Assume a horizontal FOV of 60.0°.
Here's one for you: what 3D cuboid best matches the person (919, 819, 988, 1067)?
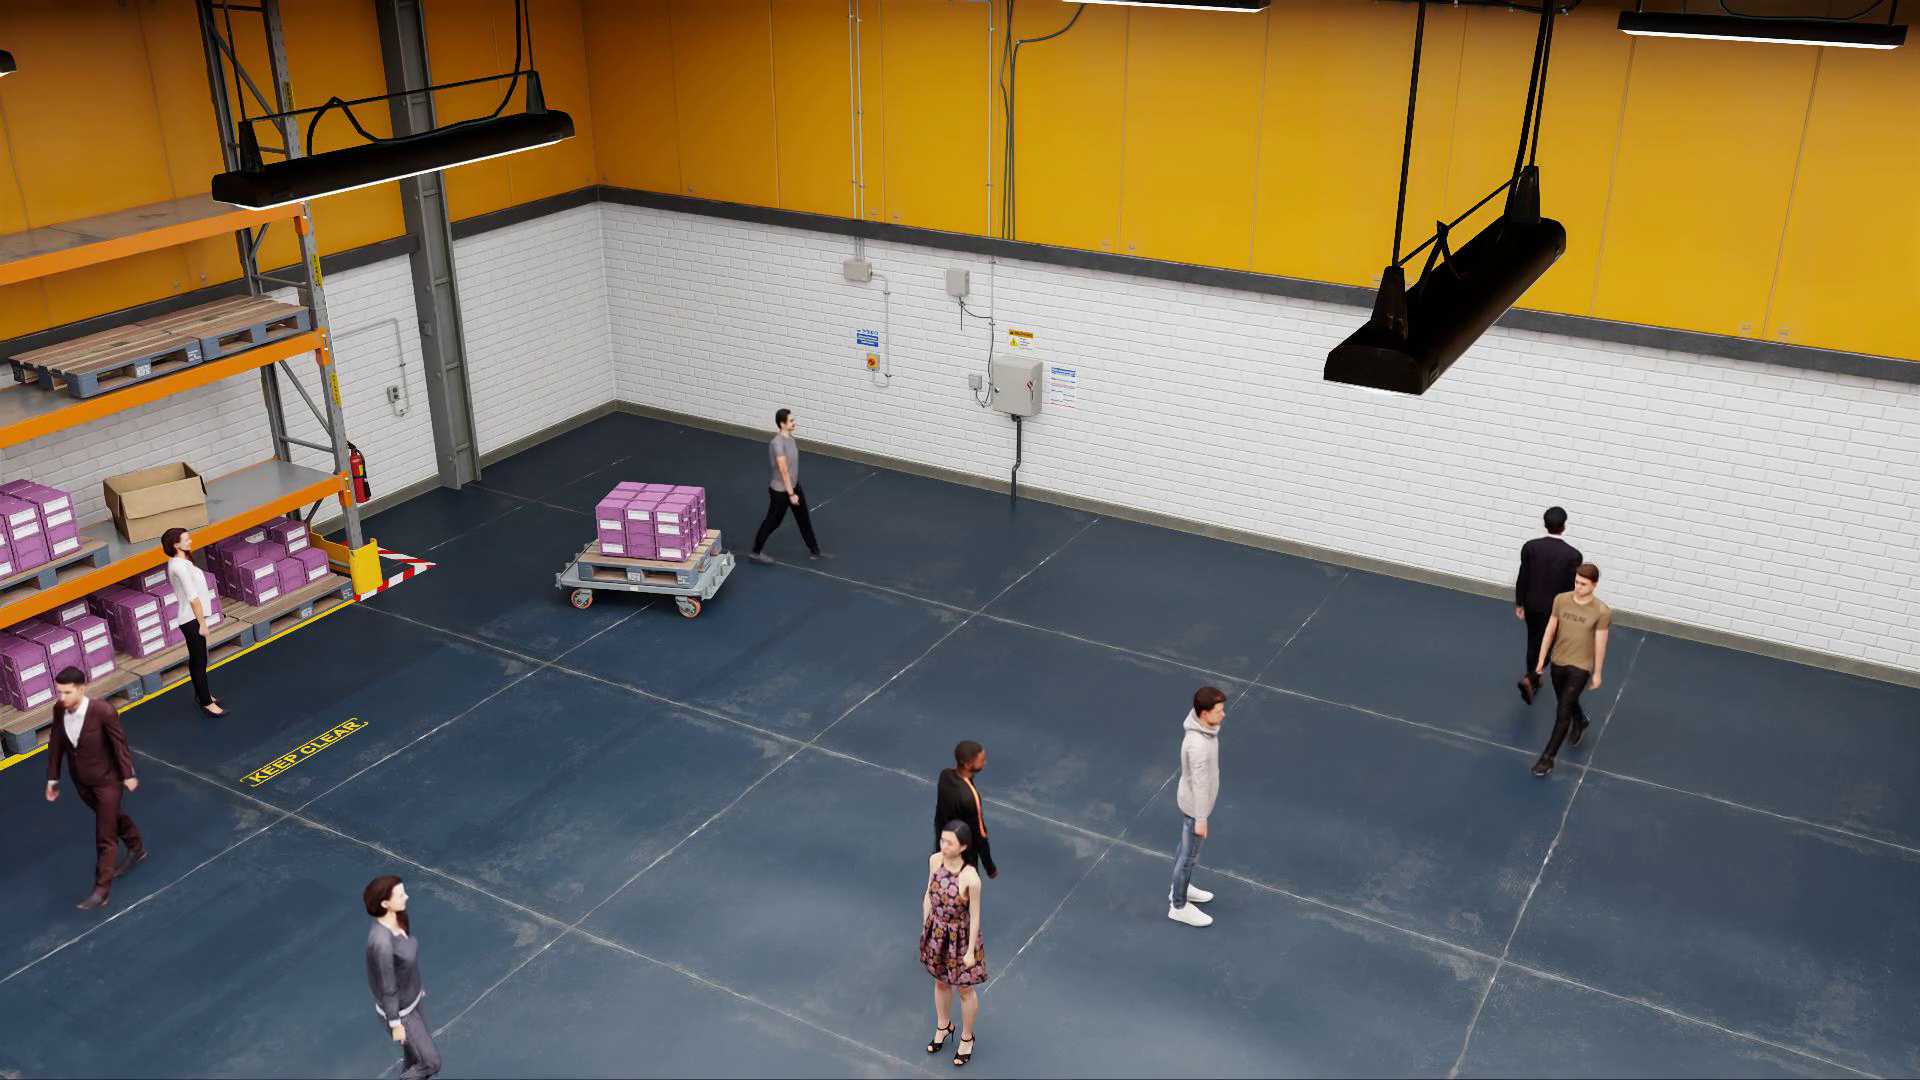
[{"bbox_3d":[-0.047,2.540,10.517,0.699,1.773,0.707,18,29,35],"label":"person"}]

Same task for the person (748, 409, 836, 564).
[{"bbox_3d":[-1.938,-0.540,17.633,0.913,1.717,1.161,5,24,11],"label":"person"}]

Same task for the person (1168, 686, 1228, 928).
[{"bbox_3d":[1.694,1.872,11.948,0.804,1.850,0.633,4,24,10],"label":"person"}]

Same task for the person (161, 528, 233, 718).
[{"bbox_3d":[-6.766,0.720,14.653,0.678,1.795,0.682,-14,27,-28],"label":"person"}]

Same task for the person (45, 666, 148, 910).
[{"bbox_3d":[-6.344,1.719,12.333,0.912,1.824,1.226,6,24,14],"label":"person"}]

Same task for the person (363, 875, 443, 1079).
[{"bbox_3d":[-3.423,2.791,9.954,0.844,1.764,0.781,-5,24,-11],"label":"person"}]

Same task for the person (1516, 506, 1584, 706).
[{"bbox_3d":[5.182,0.619,14.792,0.801,1.869,1.009,18,29,35],"label":"person"}]

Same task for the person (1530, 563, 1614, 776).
[{"bbox_3d":[5.171,1.027,13.925,1.293,1.815,0.944,-19,30,-36],"label":"person"}]

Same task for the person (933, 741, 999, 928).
[{"bbox_3d":[-0.097,2.176,11.339,0.900,1.782,0.838,-12,26,-26],"label":"person"}]
